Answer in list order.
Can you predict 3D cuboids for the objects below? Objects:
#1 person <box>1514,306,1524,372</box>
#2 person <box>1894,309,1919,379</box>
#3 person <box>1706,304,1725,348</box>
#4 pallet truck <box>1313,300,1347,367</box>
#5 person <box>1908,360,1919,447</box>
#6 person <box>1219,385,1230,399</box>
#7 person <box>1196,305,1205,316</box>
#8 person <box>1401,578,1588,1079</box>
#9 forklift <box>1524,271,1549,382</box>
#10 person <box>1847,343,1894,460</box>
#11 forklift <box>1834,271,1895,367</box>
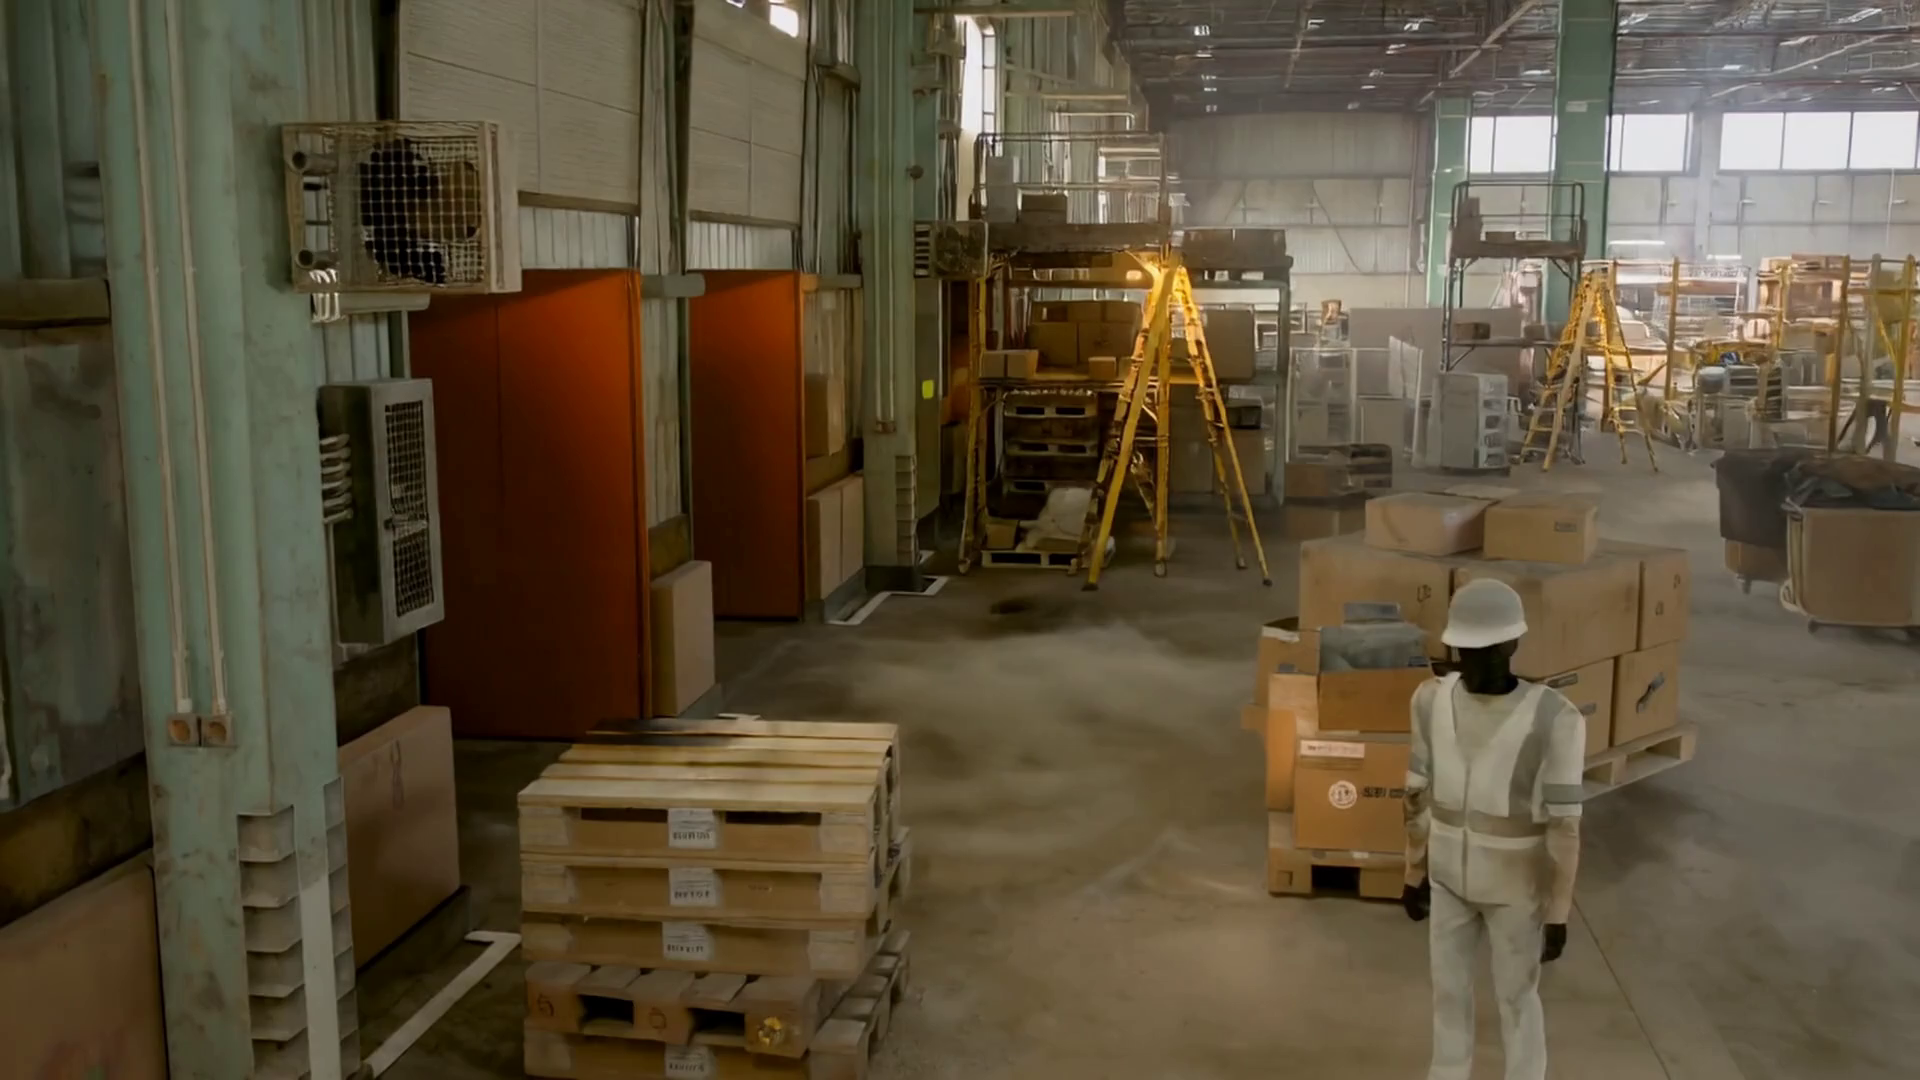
[{"bbox_3d":[15.576,-5.659,46.816,0.583,1.868,0.615,-4,10,-22],"label":"person"},{"bbox_3d":[22.556,-4.529,39.626,0.542,1.929,0.374,7,12,38],"label":"person"},{"bbox_3d":[21.293,-5.661,46.649,0.791,1.909,0.666,-1,9,-4],"label":"person"},{"bbox_3d":[11.159,-6.200,49.718,0.823,1.965,1.885,4,10,26],"label":"pallet truck"},{"bbox_3d":[15.640,-2.363,26.873,0.485,1.739,0.330,-4,10,-24],"label":"person"},{"bbox_3d":[5.594,-3.609,34.867,0.315,1.634,0.517,-3,10,-16],"label":"person"},{"bbox_3d":[6.400,-5.332,44.584,0.544,1.929,0.386,-8,12,-40],"label":"person"},{"bbox_3d":[1.635,1.060,5.198,0.397,1.918,0.588,-9,13,-43],"label":"person"},{"bbox_3d":[15.019,-5.387,41.992,1.129,2.768,1.873,8,12,40],"label":"forklift"},{"bbox_3d":[13.428,-1.995,24.437,0.986,1.803,0.533,-5,11,-29],"label":"person"},{"bbox_3d":[26.360,-6.328,47.795,1.873,2.768,1.129,1,9,6],"label":"forklift"}]
